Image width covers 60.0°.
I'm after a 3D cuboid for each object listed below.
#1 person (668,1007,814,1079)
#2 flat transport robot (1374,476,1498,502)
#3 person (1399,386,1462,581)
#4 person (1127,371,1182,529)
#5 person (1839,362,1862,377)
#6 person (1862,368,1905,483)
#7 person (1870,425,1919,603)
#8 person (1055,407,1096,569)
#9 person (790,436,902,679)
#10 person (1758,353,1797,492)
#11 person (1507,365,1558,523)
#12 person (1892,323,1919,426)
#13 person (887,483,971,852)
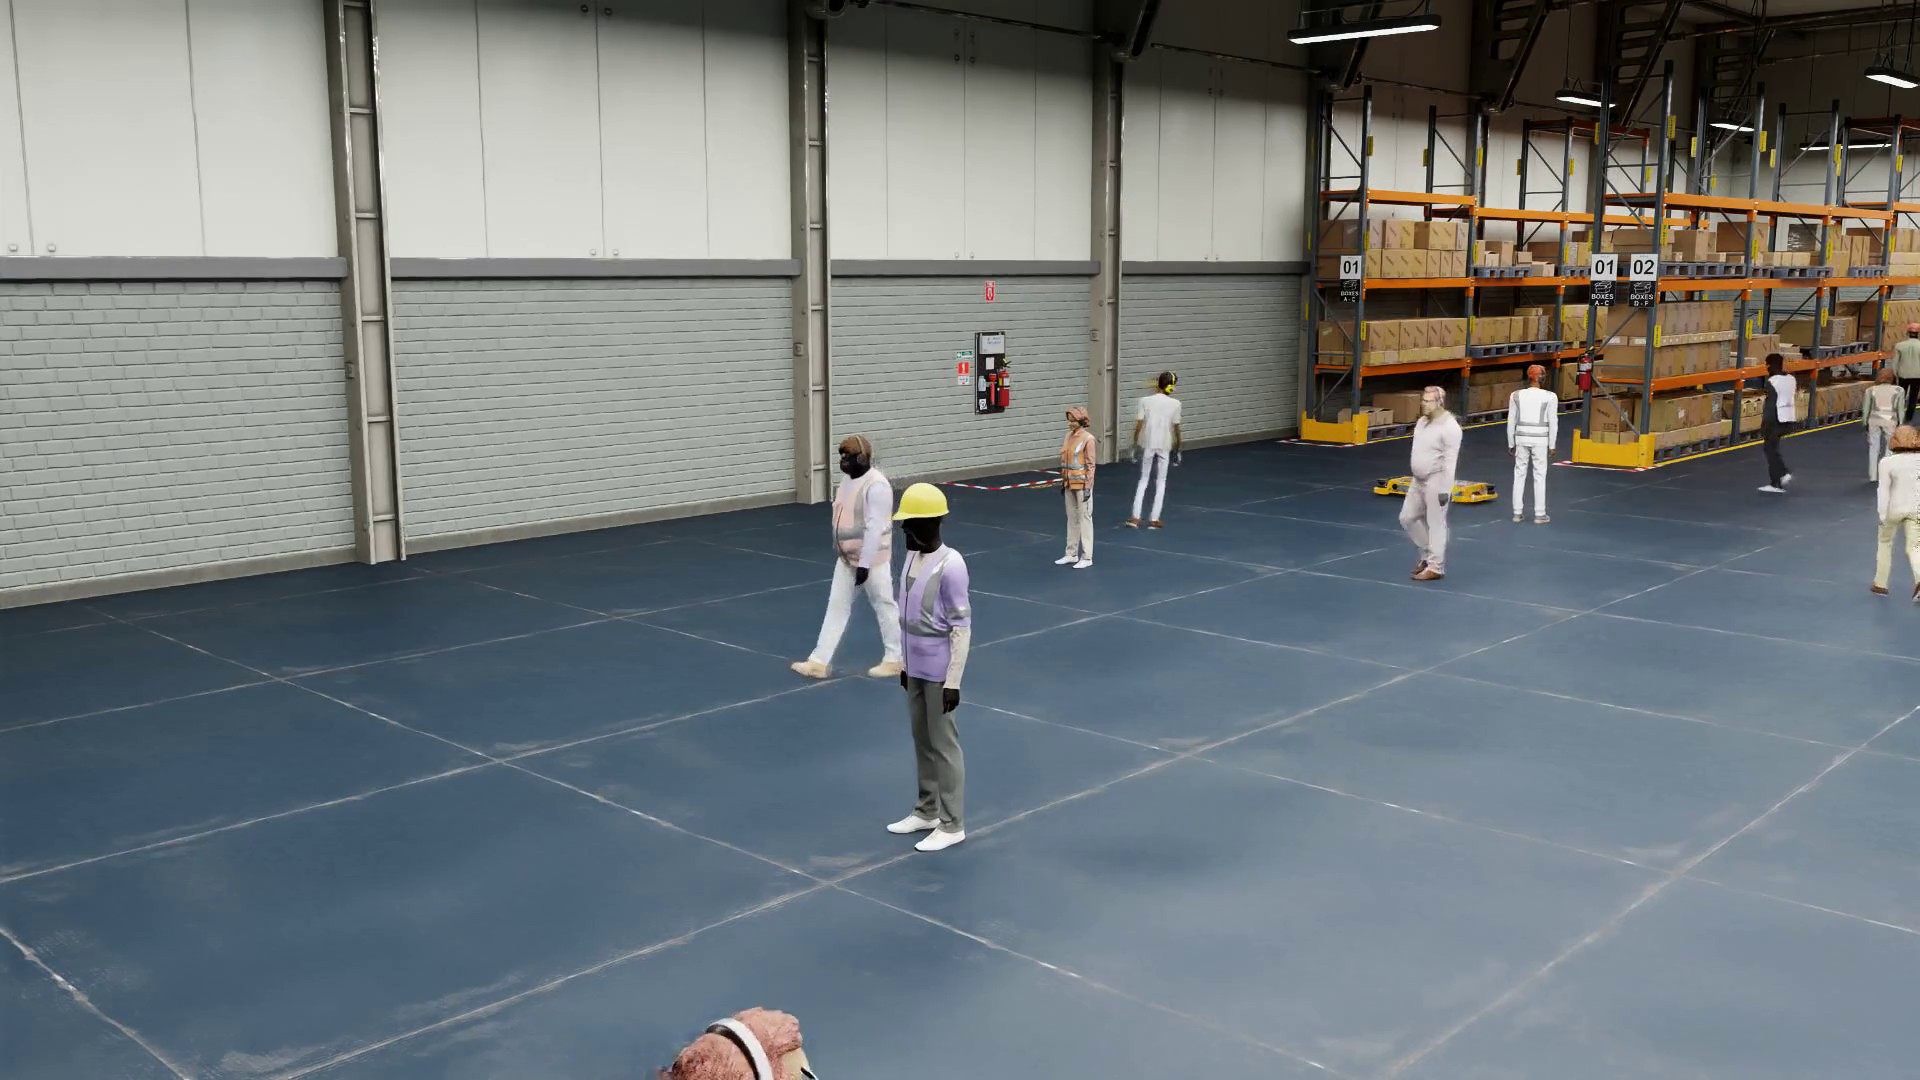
[{"bbox_3d":[-0.283,1.664,2.710,0.962,1.868,0.639,-6,11,-32],"label":"person"},{"bbox_3d":[6.252,-0.679,21.870,1.431,0.197,0.652,9,13,43],"label":"flat transport robot"},{"bbox_3d":[4.542,-0.543,16.092,0.432,1.894,0.670,-3,10,-18],"label":"person"},{"bbox_3d":[2.296,-1.044,19.356,0.564,1.829,0.455,2,10,15],"label":"person"},{"bbox_3d":[20.490,-4.212,38.179,0.887,1.979,0.777,-4,10,-24],"label":"person"},{"bbox_3d":[13.052,-1.620,23.494,0.550,1.613,0.597,7,12,38],"label":"person"},{"bbox_3d":[8.617,-0.243,15.154,0.497,1.607,0.714,1,9,8],"label":"person"},{"bbox_3d":[1.190,-0.532,16.828,0.307,1.638,0.511,-5,11,-30],"label":"person"},{"bbox_3d":[-0.799,0.150,12.148,0.922,1.796,0.638,-6,11,-34],"label":"person"},{"bbox_3d":[11.071,-1.589,22.548,0.645,1.875,0.472,-7,11,-36],"label":"person"},{"bbox_3d":[6.802,-1.141,19.785,0.574,1.884,0.357,7,11,35],"label":"person"},{"bbox_3d":[18.207,-3.164,31.830,0.621,1.979,0.460,7,12,38],"label":"person"},{"bbox_3d":[-0.168,0.657,8.692,0.373,1.925,0.595,-5,10,-27],"label":"person"}]
